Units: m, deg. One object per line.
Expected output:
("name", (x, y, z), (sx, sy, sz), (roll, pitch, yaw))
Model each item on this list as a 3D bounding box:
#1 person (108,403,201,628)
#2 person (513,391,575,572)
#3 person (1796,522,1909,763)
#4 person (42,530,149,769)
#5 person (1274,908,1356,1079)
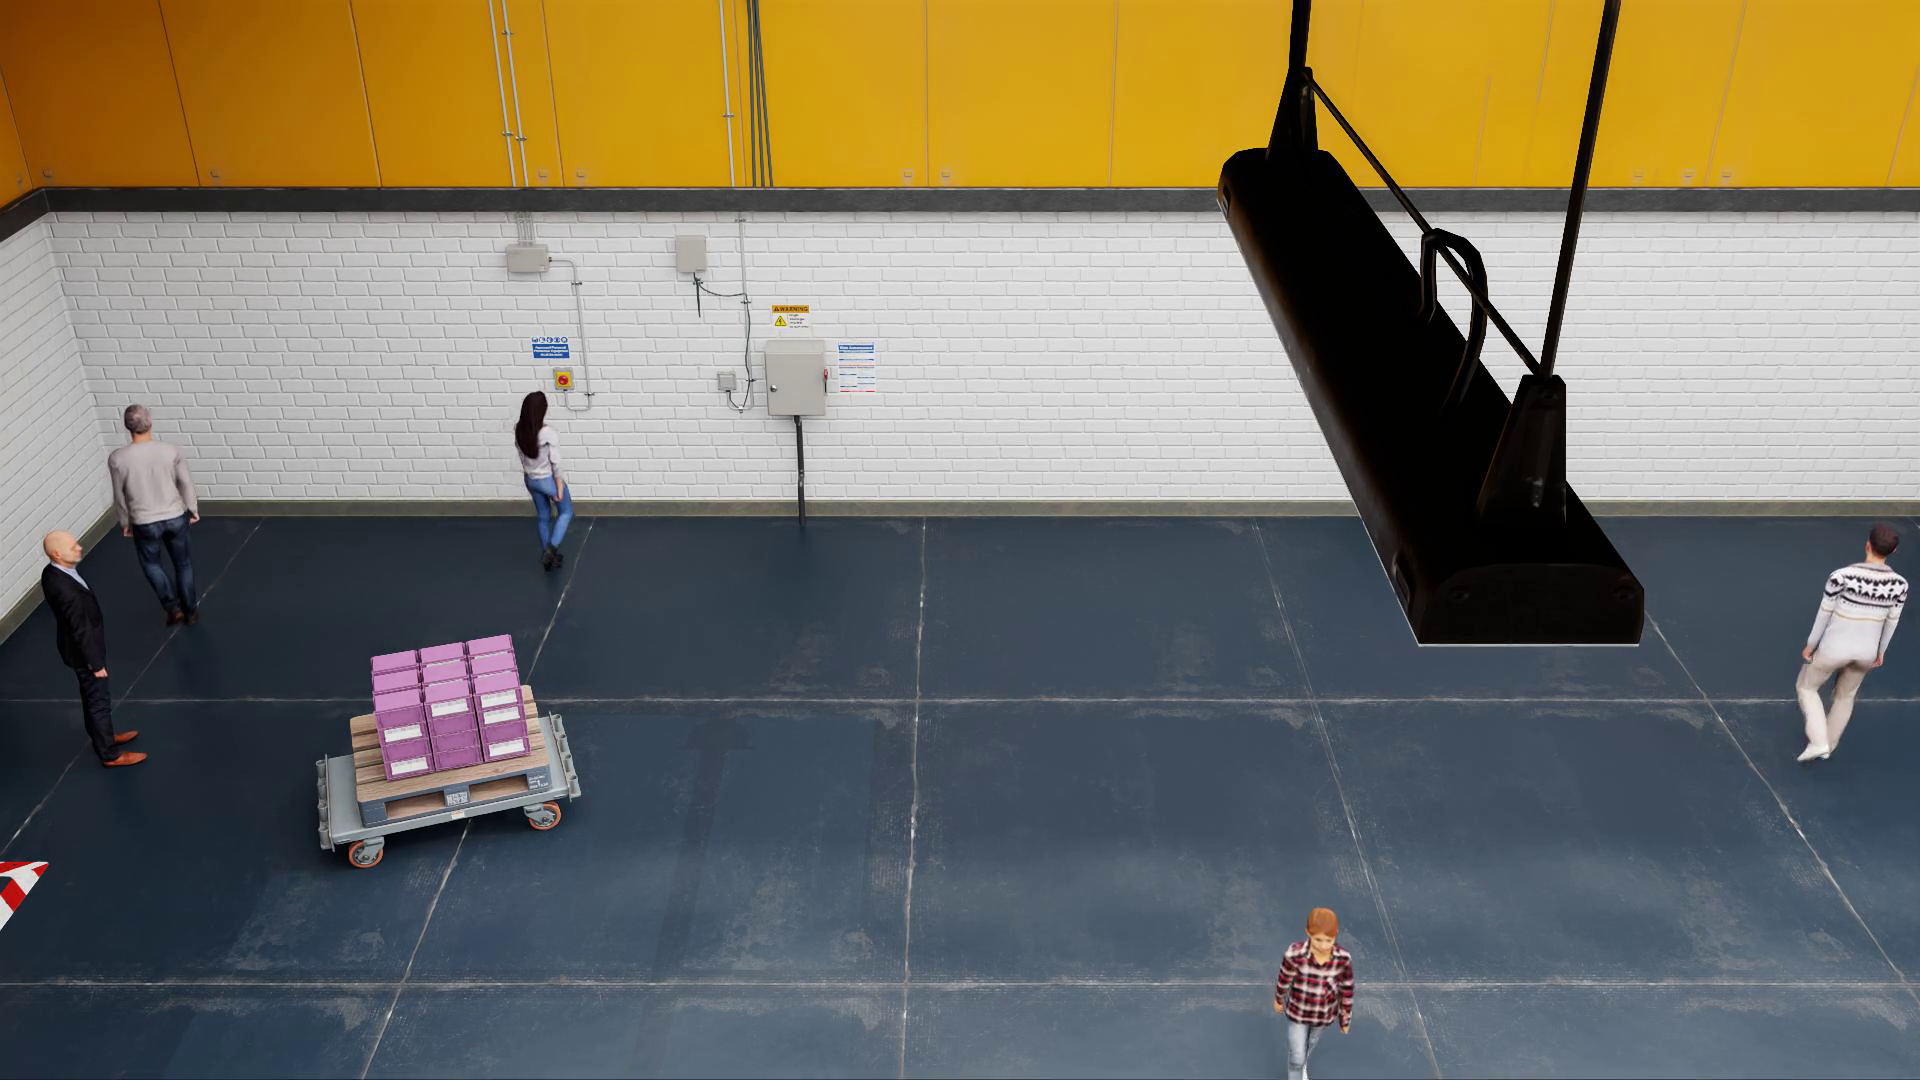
("person", (-6.244, -0.121, 12.984), (0.931, 1.893, 0.988), (-15, 32, -26))
("person", (-3.513, -0.447, 13.863), (0.714, 1.623, 0.751), (11, 30, 19))
("person", (6.094, 0.778, 11.396), (0.748, 1.835, 0.824), (3, 29, 6))
("person", (-6.056, 0.744, 11.498), (0.826, 1.797, 0.718), (-19, 34, -31))
("person", (1.876, 2.450, 8.909), (0.548, 1.281, 0.817), (1, 29, 2))
